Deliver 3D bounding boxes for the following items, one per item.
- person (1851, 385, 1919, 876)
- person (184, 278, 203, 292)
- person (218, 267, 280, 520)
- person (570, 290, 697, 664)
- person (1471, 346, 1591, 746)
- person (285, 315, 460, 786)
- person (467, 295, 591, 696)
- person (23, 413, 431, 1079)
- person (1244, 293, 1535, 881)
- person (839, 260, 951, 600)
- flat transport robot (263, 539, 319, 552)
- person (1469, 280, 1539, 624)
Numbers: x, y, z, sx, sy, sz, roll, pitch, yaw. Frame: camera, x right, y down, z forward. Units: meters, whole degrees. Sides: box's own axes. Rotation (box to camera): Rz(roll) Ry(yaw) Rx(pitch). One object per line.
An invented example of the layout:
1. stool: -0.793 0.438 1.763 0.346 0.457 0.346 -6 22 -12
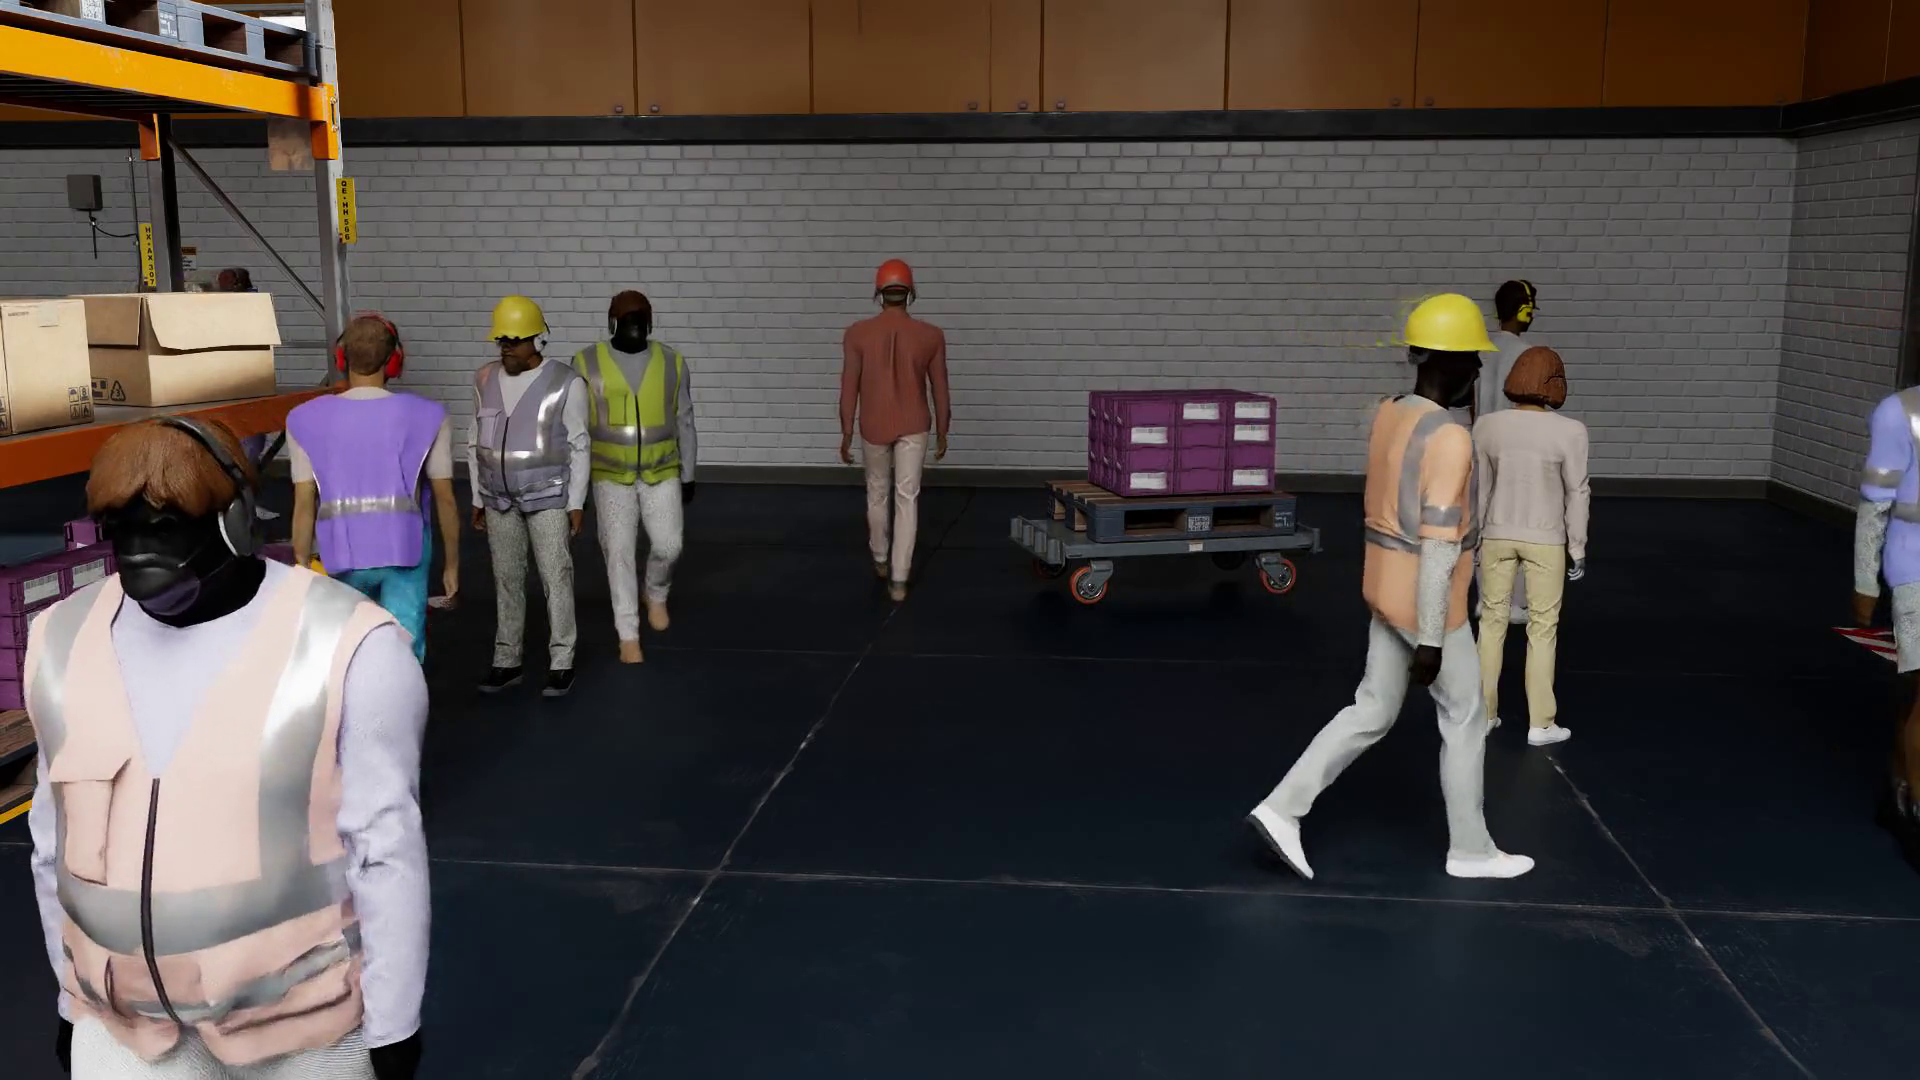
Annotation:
1. person: 3.271 0.135 5.397 0.551 1.905 0.792 -1 10 -4
2. person: -4.552 -0.562 9.517 0.985 1.881 0.643 -1 10 -4
3. person: -5.331 -1.071 12.370 0.430 1.892 0.653 -9 13 -42
4. person: -1.637 -0.335 8.344 0.647 1.827 0.678 -3 11 -19
5. person: 2.326 0.023 6.847 0.507 1.632 0.267 8 13 39
6. person: -2.113 0.090 6.052 0.573 1.797 0.996 -3 10 -15
7. person: -1.969 -0.194 7.549 0.586 1.822 0.403 2 10 13
8. person: -1.120 0.680 2.648 0.630 1.801 0.914 0 10 2
9. person: 1.386 0.175 5.231 0.908 1.896 0.592 -2 10 -10
10. person: -0.381 -0.674 9.919 0.654 1.945 1.010 0 10 -1
11. flat transport robot: -4.180 0.160 9.956 1.431 0.197 0.652 -8 12 -37
12. person: 2.980 -0.475 9.064 0.394 1.863 0.536 -7 12 -34
